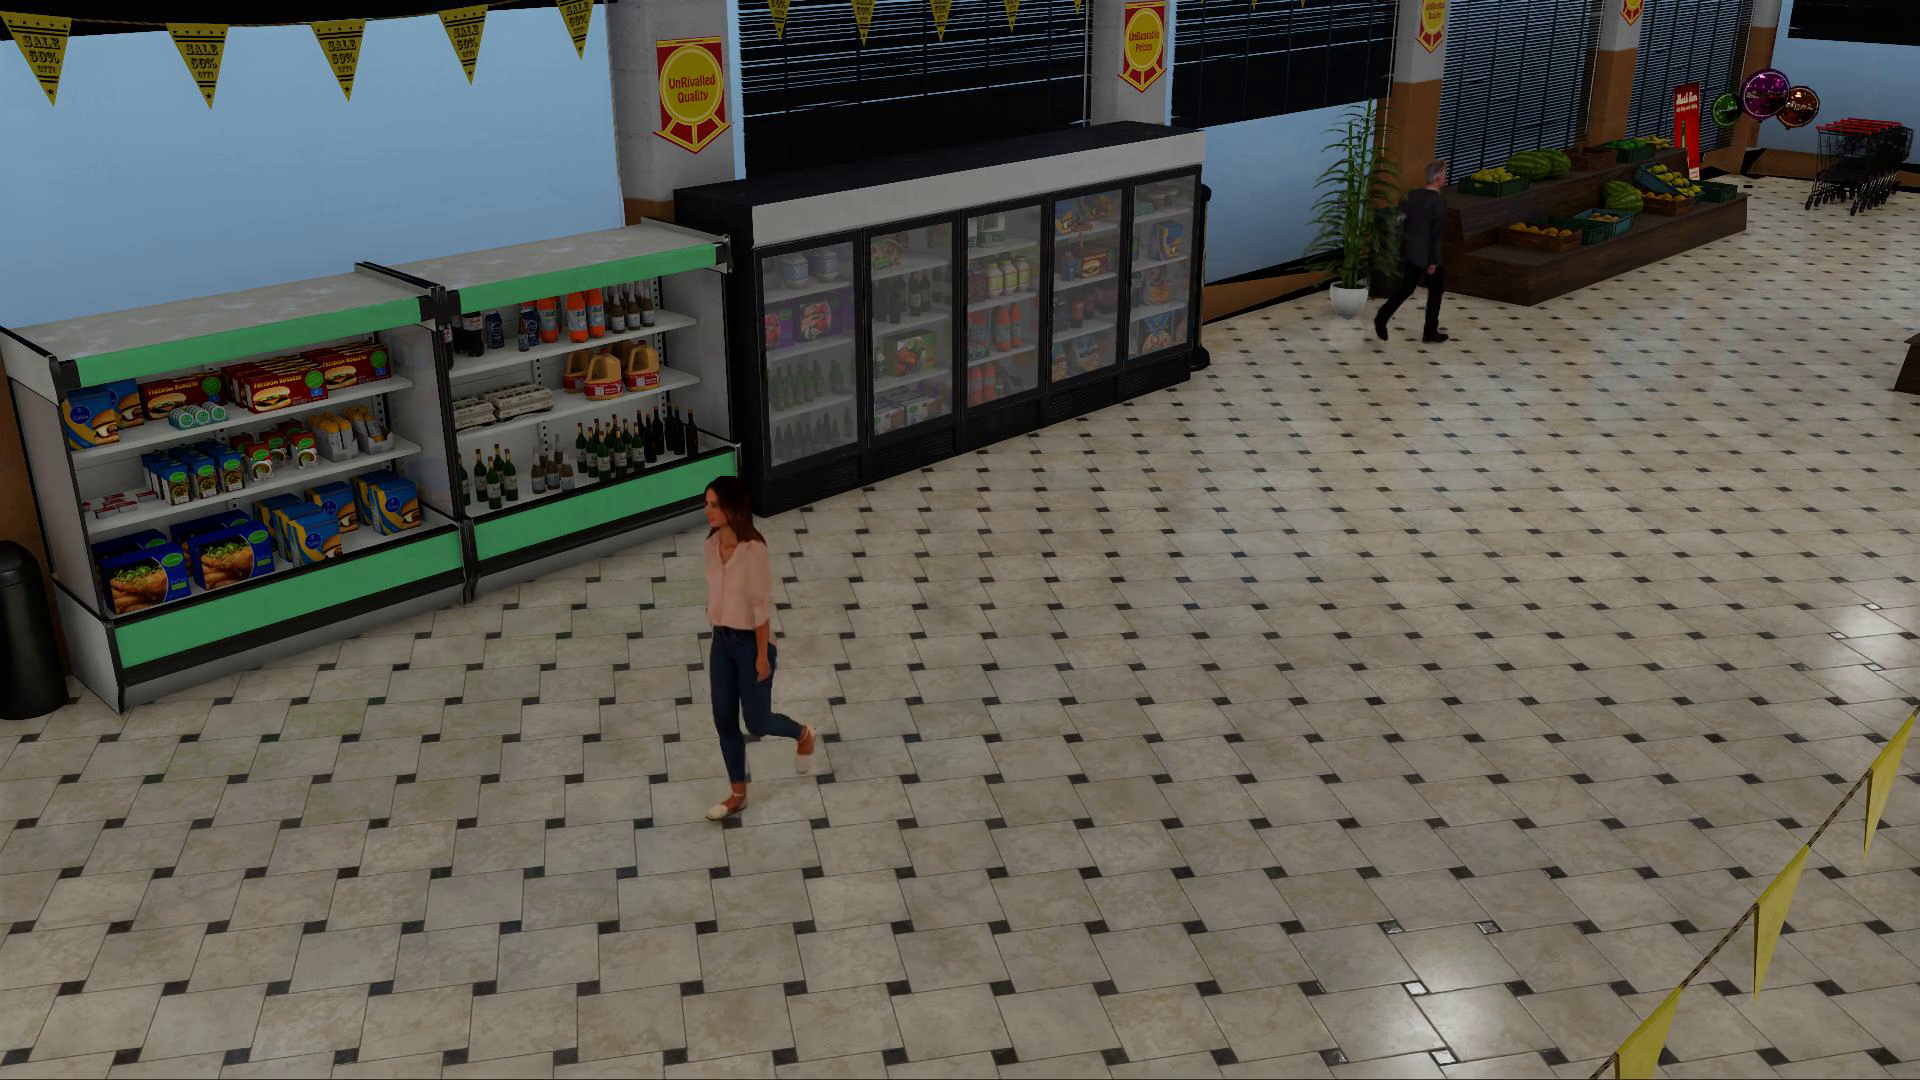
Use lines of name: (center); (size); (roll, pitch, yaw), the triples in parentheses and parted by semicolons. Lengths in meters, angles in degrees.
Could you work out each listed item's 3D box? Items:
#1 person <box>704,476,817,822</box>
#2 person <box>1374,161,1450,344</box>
person: (-1.001, 0.514, 8.210); (0.637, 1.777, 0.938); (18, 28, 37)
person: (4.522, -2.818, 16.450); (1.193, 1.815, 0.923); (-11, 24, -26)
